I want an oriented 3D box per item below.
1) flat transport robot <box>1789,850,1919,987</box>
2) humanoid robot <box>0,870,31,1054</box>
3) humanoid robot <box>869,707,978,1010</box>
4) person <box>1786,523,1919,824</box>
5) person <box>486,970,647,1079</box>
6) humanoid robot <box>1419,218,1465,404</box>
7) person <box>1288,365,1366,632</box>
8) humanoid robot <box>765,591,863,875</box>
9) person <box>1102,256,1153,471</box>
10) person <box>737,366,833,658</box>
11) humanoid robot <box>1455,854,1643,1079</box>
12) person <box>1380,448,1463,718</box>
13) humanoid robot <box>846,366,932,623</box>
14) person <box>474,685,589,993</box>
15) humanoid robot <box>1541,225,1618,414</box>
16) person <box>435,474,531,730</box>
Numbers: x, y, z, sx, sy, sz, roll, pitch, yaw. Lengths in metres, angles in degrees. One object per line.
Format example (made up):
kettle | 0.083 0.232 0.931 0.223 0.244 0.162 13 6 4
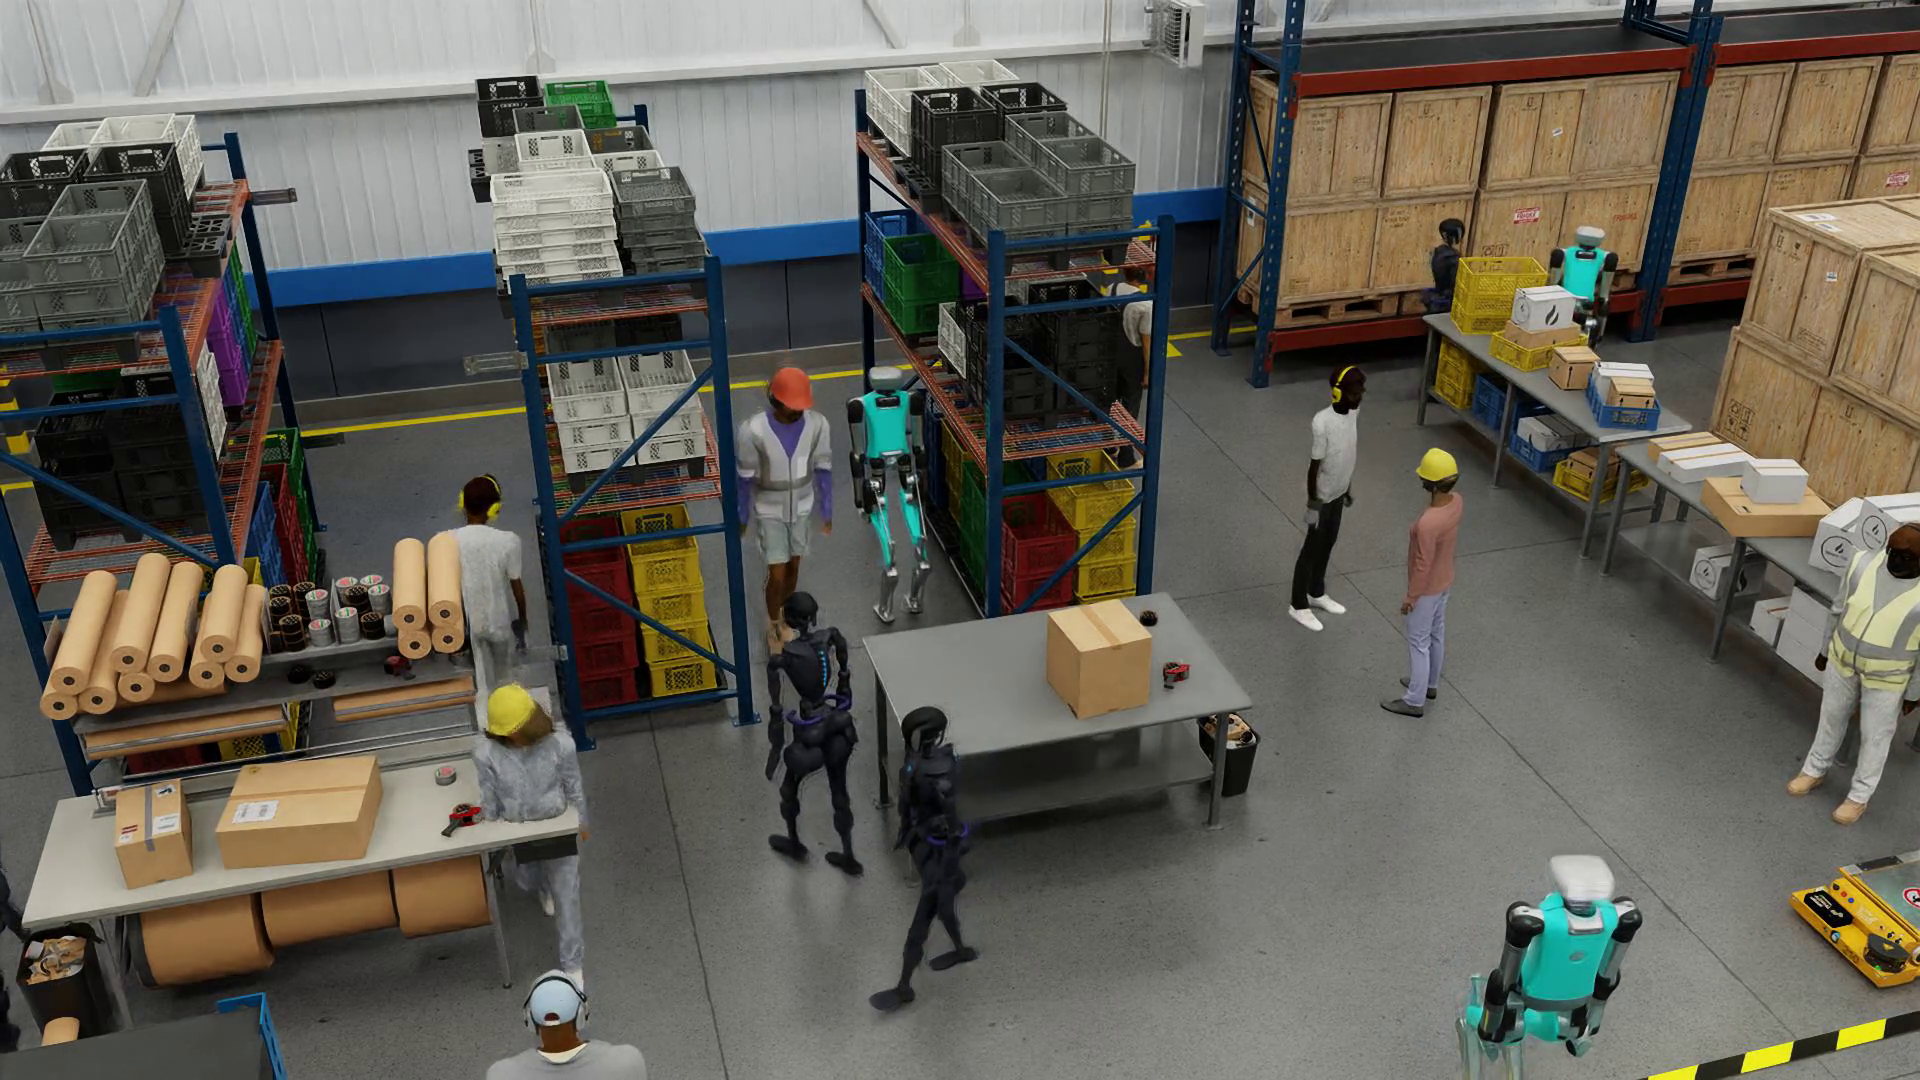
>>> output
flat transport robot | 5.163 1.916 8.676 1.431 0.231 0.659 -8 30 -14
humanoid robot | -4.631 1.681 7.648 0.589 1.645 0.439 -10 30 -17
humanoid robot | -0.195 1.497 7.985 0.657 1.636 0.611 -13 31 -22
person | 5.056 0.719 9.232 0.429 1.837 0.622 -17 33 -28
person | -1.413 2.343 6.258 0.587 1.848 0.397 -5 29 -9
humanoid robot | 4.168 -1.951 14.242 0.380 1.644 0.596 0 29 -1
person | 2.459 -0.295 11.042 0.309 1.864 0.529 23 36 36
humanoid robot | -0.763 1.030 8.841 0.567 1.629 0.586 25 37 37
person | 1.321 -1.394 13.075 0.342 1.839 0.499 -21 35 -33
person | -1.087 -0.163 10.648 0.635 2.011 0.678 -13 31 -22
humanoid robot | 2.397 1.890 7.058 0.533 1.677 0.735 -2 29 -4
person | 2.829 0.260 10.134 0.320 1.765 0.532 20 34 32
humanoid robot | -0.409 -0.239 11.007 0.530 1.722 0.755 -9 30 -15
person | -2.081 1.381 8.188 0.491 1.669 0.789 -4 29 -7
humanoid robot | 5.006 -1.593 13.584 0.530 1.801 0.808 6 29 11
person | -2.738 0.481 9.692 0.476 1.797 0.953 -9 30 -16
